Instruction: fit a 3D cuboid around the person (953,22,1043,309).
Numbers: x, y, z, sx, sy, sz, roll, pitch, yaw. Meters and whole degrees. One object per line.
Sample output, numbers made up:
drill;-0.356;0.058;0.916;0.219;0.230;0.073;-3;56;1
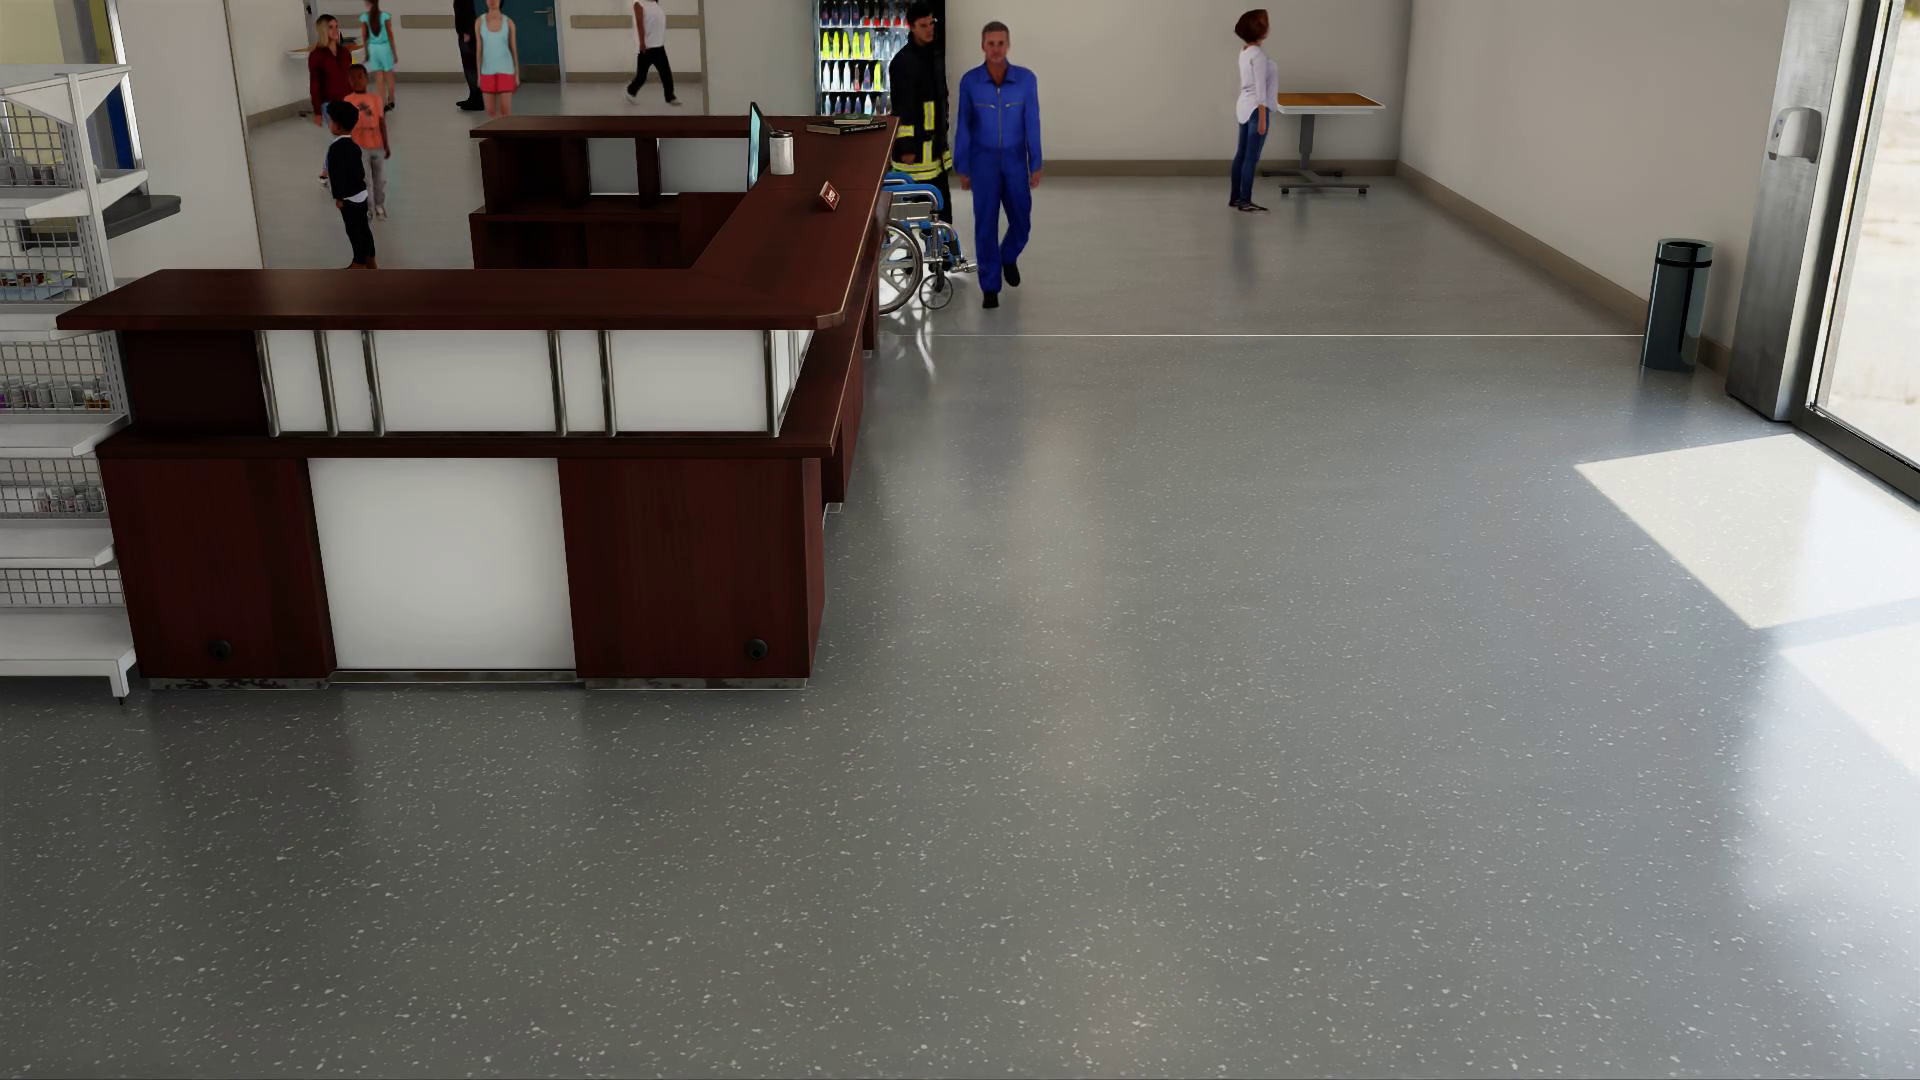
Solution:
person;0.249;-2.468;10.969;0.803;1.814;0.824;-1;21;-3

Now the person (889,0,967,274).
person;-0.365;-2.833;11.806;1.194;1.904;1.058;8;22;20

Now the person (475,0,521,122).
person;-4.790;-4.818;17.257;0.891;1.755;0.728;-3;21;-8

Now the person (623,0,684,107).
person;-4.148;-6.586;22.058;1.182;1.660;0.950;9;23;23

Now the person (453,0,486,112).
person;-6.491;-6.647;21.865;0.722;1.911;0.763;-8;22;-19

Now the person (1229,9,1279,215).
person;2.522;-3.722;14.424;0.649;1.712;0.674;-3;21;-8

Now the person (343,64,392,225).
person;-4.954;-3.311;13.947;0.836;1.282;0.714;-7;22;-18

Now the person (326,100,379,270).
person;-4.331;-2.499;11.826;0.514;1.226;0.531;3;21;8

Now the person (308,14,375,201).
person;-5.630;-3.856;14.937;1.166;1.599;0.938;11;23;26

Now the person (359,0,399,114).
person;-7.441;-6.214;21.293;1.057;1.507;0.836;-5;21;-13
